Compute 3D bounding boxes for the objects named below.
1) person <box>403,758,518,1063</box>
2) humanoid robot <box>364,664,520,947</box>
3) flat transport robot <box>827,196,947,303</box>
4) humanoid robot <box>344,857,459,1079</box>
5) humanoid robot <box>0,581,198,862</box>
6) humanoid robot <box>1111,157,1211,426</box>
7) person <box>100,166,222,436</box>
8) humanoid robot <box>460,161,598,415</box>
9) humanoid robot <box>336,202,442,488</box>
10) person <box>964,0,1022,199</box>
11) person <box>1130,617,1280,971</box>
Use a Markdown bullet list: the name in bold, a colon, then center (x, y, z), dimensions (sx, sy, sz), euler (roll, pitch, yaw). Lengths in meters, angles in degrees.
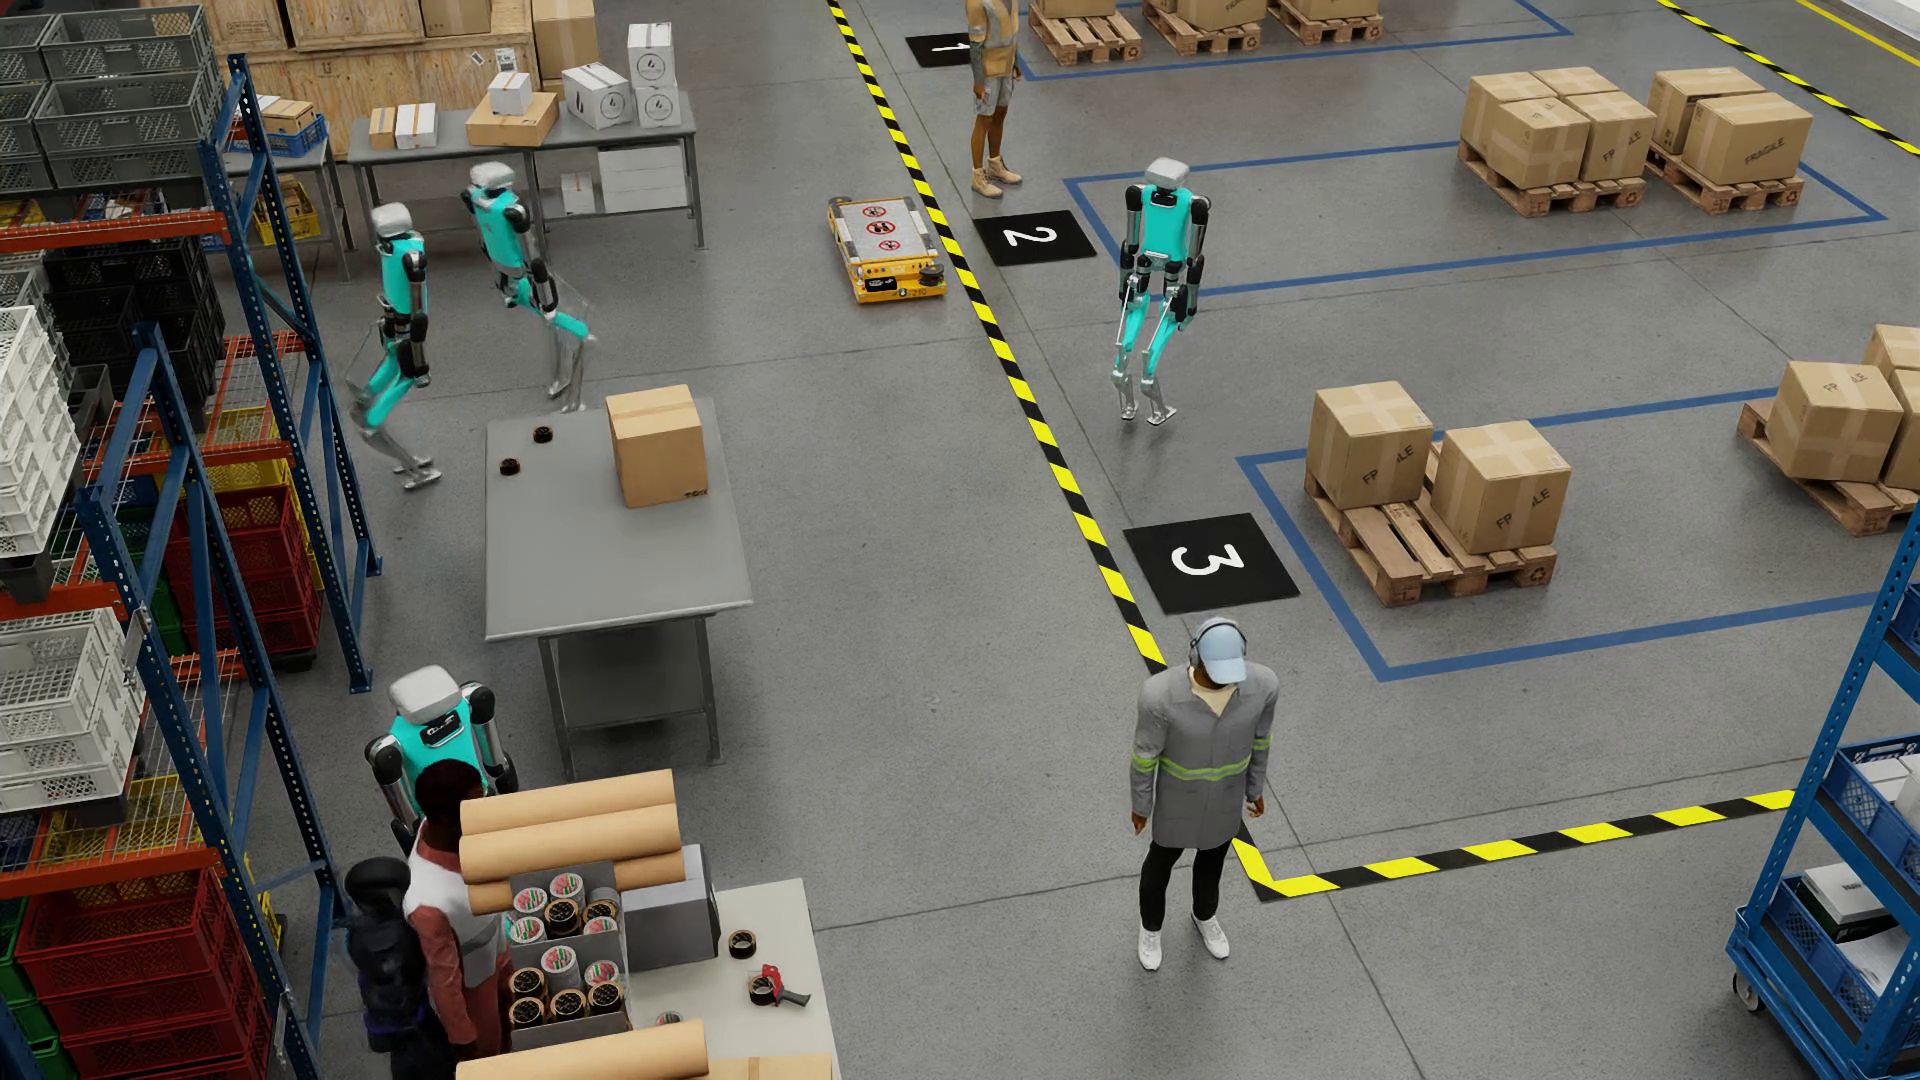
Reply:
- **person**: center (-1.806, 1.549, 6.104), dimensions (0.385, 1.907, 0.653), euler (1, 37, 1)
- **humanoid robot**: center (-1.805, 1.271, 6.503), dimensions (0.735, 1.677, 0.533), euler (27, 44, 31)
- **flat transport robot**: center (-0.570, -2.220, 12.538), dimensions (0.659, 0.231, 1.431), euler (-8, 37, -10)
- **humanoid robot**: center (-1.989, 1.736, 6.045), dimensions (0.466, 1.649, 0.610), euler (-14, 39, -18)
- **humanoid robot**: center (-3.944, 0.794, 7.333), dimensions (0.724, 1.635, 0.586), euler (-5, 37, -7)
- **humanoid robot**: center (1.136, -1.430, 10.133), dimensions (0.533, 1.677, 0.735), euler (17, 40, 22)
- **person**: center (-4.949, -1.476, 10.230), dimensions (0.506, 1.837, 0.332), euler (28, 45, 32)
- **humanoid robot**: center (-2.619, -1.639, 10.507), dimensions (0.531, 1.741, 0.776), euler (25, 44, 30)
- **humanoid robot**: center (-3.390, -1.080, 9.724), dimensions (0.747, 1.732, 0.530), euler (-22, 42, -27)
- **person**: center (0.296, -3.717, 13.067), dimensions (0.375, 2.042, 0.604), euler (22, 42, 26)
- **person**: center (0.987, 1.049, 6.817), dimensions (0.597, 1.850, 0.387), euler (-7, 37, -9)
